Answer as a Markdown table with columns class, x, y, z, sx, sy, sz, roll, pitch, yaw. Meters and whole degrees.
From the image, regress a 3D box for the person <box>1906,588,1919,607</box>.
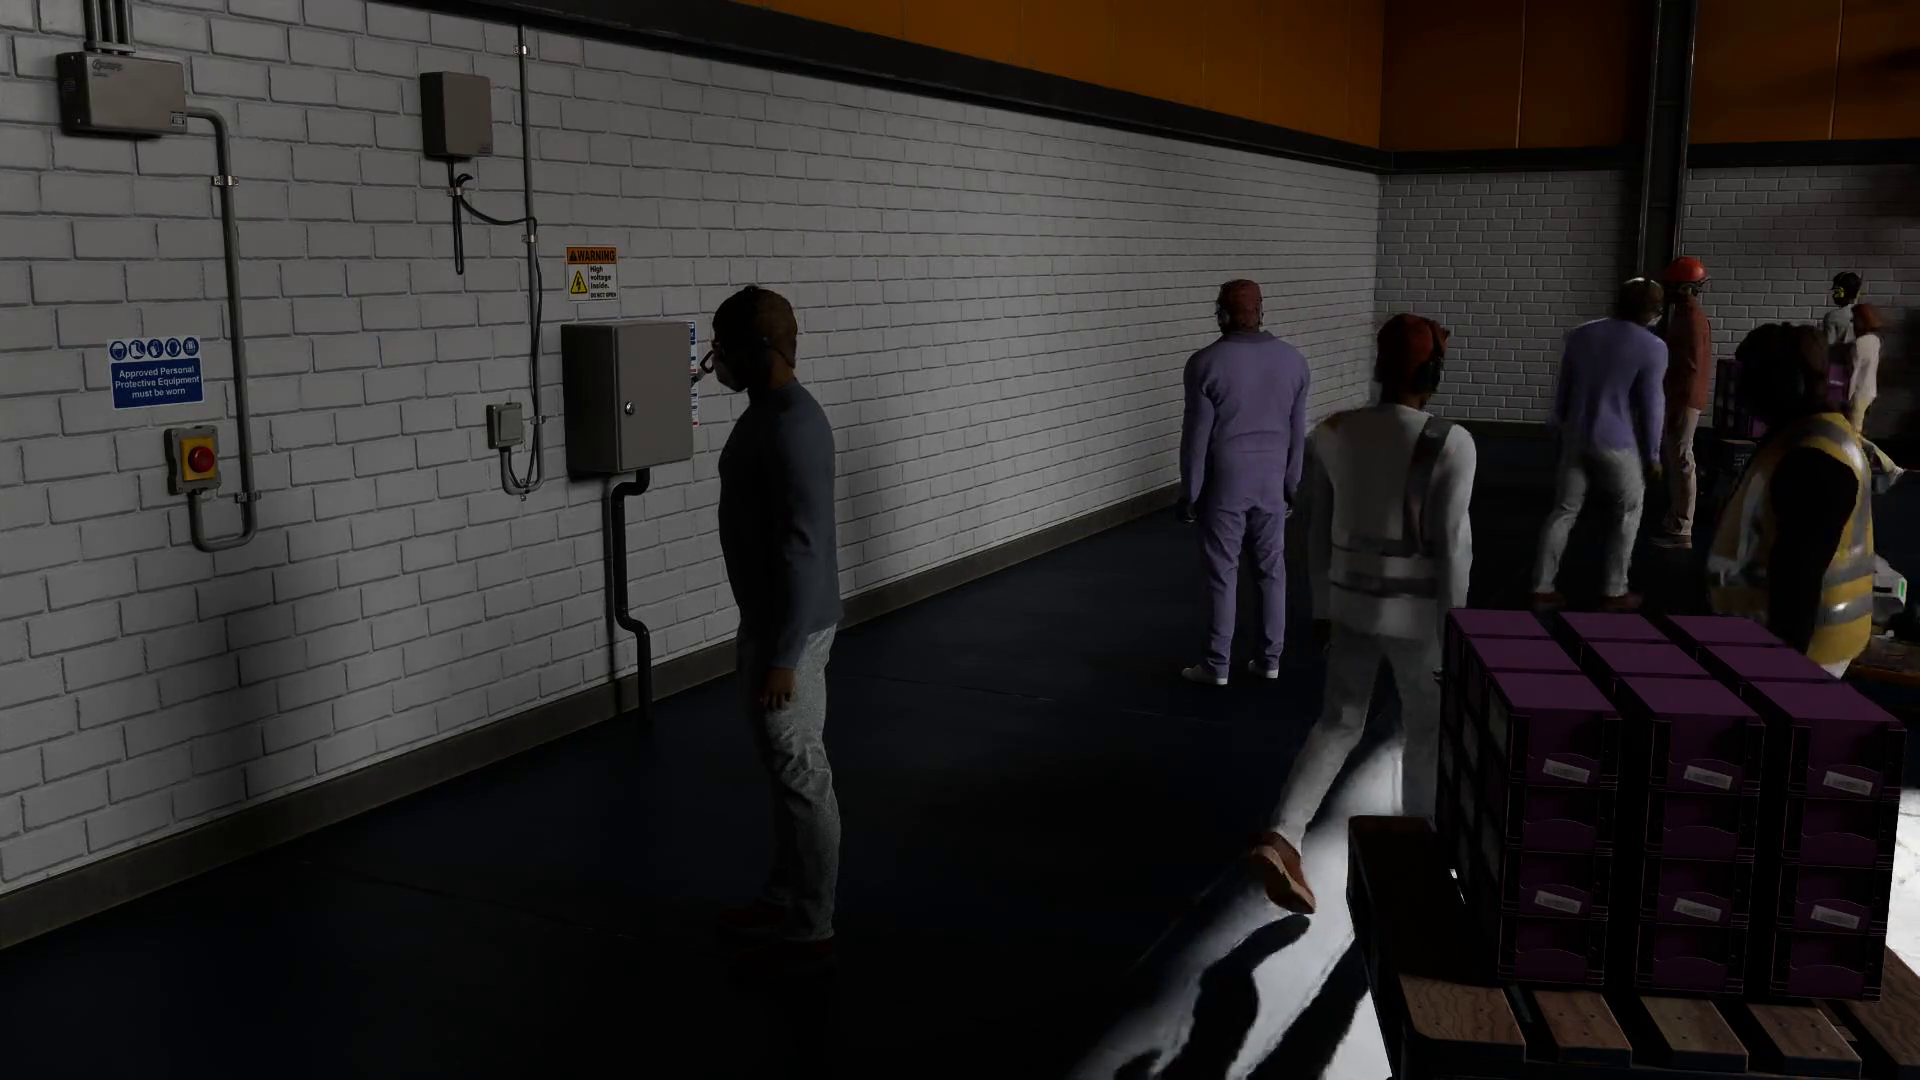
| class | x | y | z | sx | sy | sz | roll | pitch | yaw |
| --- | --- | --- | --- | --- | --- | --- | --- | --- | --- |
| person | 5.772 | -0.467 | 9.260 | 0.886 | 1.811 | 0.571 | 5 | 11 | 26 |

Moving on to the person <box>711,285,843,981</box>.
| class | x | y | z | sx | sy | sz | roll | pitch | yaw |
| --- | --- | --- | --- | --- | --- | --- | --- | --- | --- |
| person | -0.515 | 0.262 | 4.672 | 0.370 | 1.934 | 0.627 | -2 | 10 | -12 |

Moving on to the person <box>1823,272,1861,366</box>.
| class | x | y | z | sx | sy | sz | roll | pitch | yaw |
| --- | --- | --- | --- | --- | --- | --- | --- | --- | --- |
| person | 7.494 | -1.339 | 14.159 | 0.506 | 1.861 | 0.319 | -3 | 10 | -15 |

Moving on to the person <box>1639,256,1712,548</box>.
| class | x | y | z | sx | sy | sz | roll | pitch | yaw |
| --- | --- | --- | --- | --- | --- | --- | --- | --- | --- |
| person | 4.942 | -0.940 | 11.444 | 0.378 | 1.996 | 0.611 | 4 | 10 | 21 |

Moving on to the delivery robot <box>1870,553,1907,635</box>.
| class | x | y | z | sx | sy | sz | roll | pitch | yaw |
| --- | --- | --- | --- | --- | --- | --- | --- | --- | --- |
| delivery robot | 4.651 | 0.217 | 8.642 | 0.477 | 0.478 | 0.707 | 3 | 10 | 16 |

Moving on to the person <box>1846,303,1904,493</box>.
| class | x | y | z | sx | sy | sz | roll | pitch | yaw |
| --- | --- | --- | --- | --- | --- | --- | --- | --- | --- |
| person | 7.627 | -1.194 | 14.051 | 0.511 | 1.608 | 0.733 | -9 | 13 | -43 |

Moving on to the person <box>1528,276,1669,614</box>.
| class | x | y | z | sx | sy | sz | roll | pitch | yaw |
| --- | --- | --- | --- | --- | --- | --- | --- | --- | --- |
| person | 3.592 | -0.514 | 9.267 | 0.622 | 1.891 | 0.672 | -7 | 12 | -33 |

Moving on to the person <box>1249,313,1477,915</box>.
| class | x | y | z | sx | sy | sz | roll | pitch | yaw |
| --- | --- | --- | --- | --- | --- | --- | --- | --- | --- |
| person | 1.269 | 0.229 | 5.133 | 0.919 | 1.853 | 0.581 | -9 | 14 | -44 |

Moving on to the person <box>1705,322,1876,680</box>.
| class | x | y | z | sx | sy | sz | roll | pitch | yaw |
| --- | --- | --- | --- | --- | --- | --- | --- | --- | --- |
| person | 2.368 | 0.291 | 4.793 | 0.432 | 1.827 | 0.642 | 3 | 10 | 19 |

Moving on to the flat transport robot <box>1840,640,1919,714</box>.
| class | x | y | z | sx | sy | sz | roll | pitch | yaw |
| --- | --- | --- | --- | --- | --- | --- | --- | --- | --- |
| flat transport robot | 4.338 | 0.636 | 7.313 | 0.652 | 0.197 | 1.431 | -10 | 14 | -44 |

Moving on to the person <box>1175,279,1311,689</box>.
| class | x | y | z | sx | sy | sz | roll | pitch | yaw |
| --- | --- | --- | --- | --- | --- | --- | --- | --- | --- |
| person | 1.293 | -0.256 | 7.764 | 0.639 | 1.903 | 0.409 | -4 | 10 | -20 |
